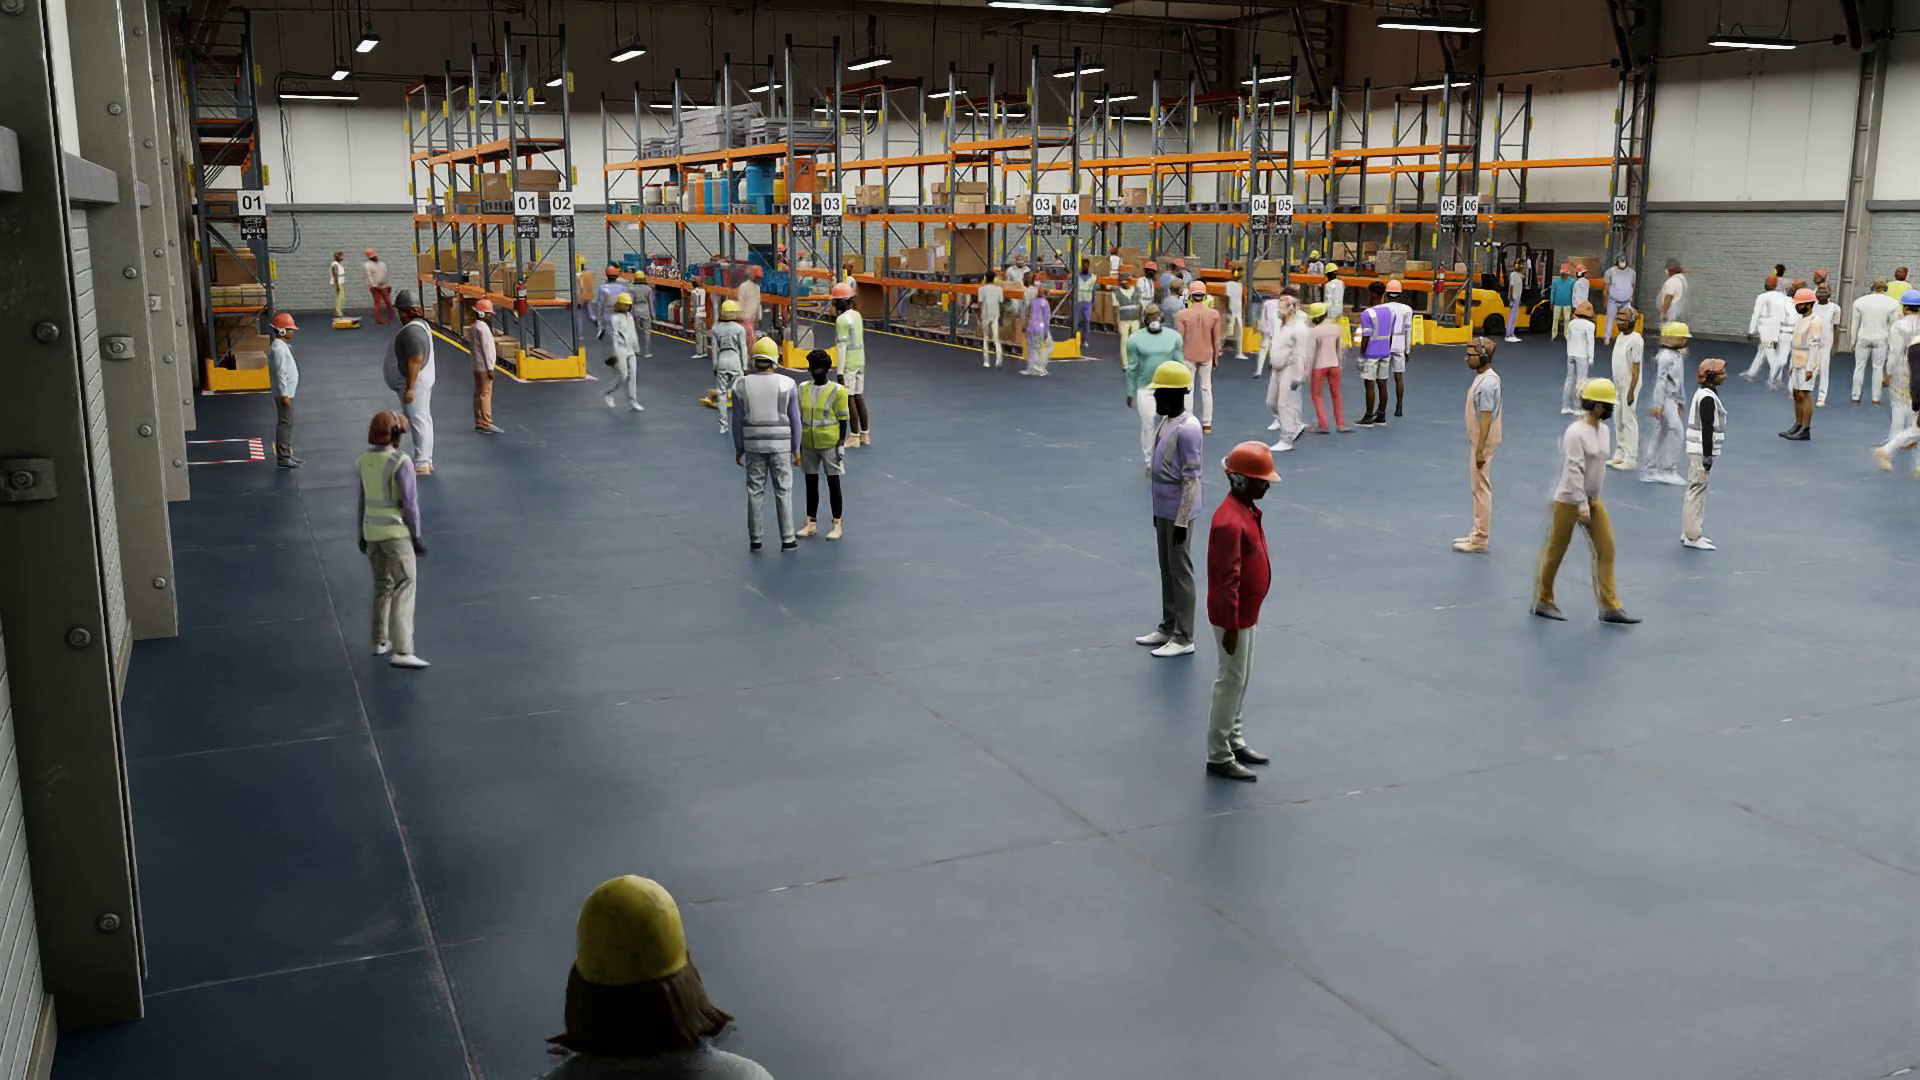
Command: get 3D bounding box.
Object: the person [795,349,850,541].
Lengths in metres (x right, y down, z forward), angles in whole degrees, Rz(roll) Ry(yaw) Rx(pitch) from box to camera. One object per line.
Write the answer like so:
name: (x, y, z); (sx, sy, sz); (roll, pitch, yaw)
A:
person: (-1.227, -0.839, 14.682); (0.533, 1.693, 0.319); (5, 12, 25)

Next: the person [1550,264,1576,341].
person: (13.588, -5.354, 37.508); (0.562, 1.743, 0.359); (6, 13, 28)

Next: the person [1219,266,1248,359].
person: (5.417, -4.501, 32.946); (0.547, 1.830, 0.704); (-8, 14, -34)

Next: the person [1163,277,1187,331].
person: (3.155, -2.876, 24.407); (0.372, 1.940, 0.632); (-1, 11, -7)

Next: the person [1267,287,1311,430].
person: (4.358, -2.389, 22.021); (0.592, 1.909, 0.392); (10, 15, 42)

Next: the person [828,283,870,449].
person: (-1.387, -2.134, 20.429); (0.448, 2.030, 0.621); (4, 12, 18)

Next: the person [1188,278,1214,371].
person: (4.376, -3.924, 30.346); (0.530, 1.697, 0.322); (-4, 12, -19)

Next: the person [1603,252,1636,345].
person: (14.395, -5.262, 36.273); (0.690, 2.000, 0.538); (1, 11, 5)

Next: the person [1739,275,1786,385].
person: (13.640, -3.557, 28.156); (0.597, 1.829, 0.974); (-4, 12, -19)

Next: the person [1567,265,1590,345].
person: (13.509, -5.126, 36.313); (0.331, 1.750, 0.572); (10, 15, 42)

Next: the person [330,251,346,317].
person: (-17.023, -6.971, 45.525); (0.414, 1.825, 0.585); (-2, 11, -9)

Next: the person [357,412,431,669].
person: (-3.650, -0.003, 10.642); (0.626, 1.624, 0.387); (8, 14, 36)

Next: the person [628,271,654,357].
person: (-6.409, -4.528, 33.397); (0.509, 1.705, 0.649); (-4, 12, -18)

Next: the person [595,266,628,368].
person: (-6.473, -4.153, 31.038); (0.565, 1.894, 0.980); (-8, 14, -37)

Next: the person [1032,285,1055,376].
person: (1.455, -3.691, 29.367); (0.391, 1.621, 0.518); (-6, 13, -28)

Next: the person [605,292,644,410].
person: (-4.915, -2.759, 24.346); (0.513, 1.725, 0.497); (5, 12, 23)

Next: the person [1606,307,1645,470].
person: (7.478, -1.700, 18.701); (0.342, 1.838, 0.502); (-1, 11, -3)

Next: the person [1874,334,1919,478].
person: (10.382, -1.564, 18.010); (0.636, 1.831, 0.571); (-10, 15, -40)

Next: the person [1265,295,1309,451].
person: (3.990, -2.019, 20.179); (0.483, 1.894, 0.648); (-3, 12, -16)

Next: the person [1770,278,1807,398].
person: (13.020, -3.166, 26.063); (0.594, 1.868, 0.635); (1, 11, 6)

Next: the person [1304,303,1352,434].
person: (4.835, -2.247, 21.790); (0.727, 1.713, 0.300); (-4, 12, -20)

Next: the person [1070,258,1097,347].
person: (2.673, -5.144, 36.006); (0.599, 1.904, 0.533); (-1, 11, -5)

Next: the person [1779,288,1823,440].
person: (10.714, -2.232, 21.188); (0.391, 1.923, 0.549); (1, 11, 3)

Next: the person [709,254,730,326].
person: (-5.911, -6.073, 40.790); (0.587, 1.883, 0.341); (3, 11, 14)

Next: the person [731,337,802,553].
person: (-1.629, -0.798, 14.114); (0.588, 1.835, 0.403); (0, 11, 2)

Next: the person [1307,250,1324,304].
person: (9.908, -7.170, 46.498); (0.404, 1.835, 0.587); (-5, 12, -23)

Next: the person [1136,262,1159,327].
person: (3.712, -4.598, 33.281); (0.410, 1.913, 0.595); (7, 13, 31)

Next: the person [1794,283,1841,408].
person: (12.774, -2.893, 24.732); (0.505, 1.845, 0.346); (10, 15, 42)

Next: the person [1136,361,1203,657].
person: (1.381, -0.202, 10.849); (0.371, 1.927, 0.588); (-2, 11, -10)

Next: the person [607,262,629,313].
person: (-7.021, -4.771, 34.231); (0.546, 1.871, 0.338); (6, 13, 29)

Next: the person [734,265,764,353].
person: (-3.788, -4.046, 30.400); (1.005, 1.915, 0.682); (4, 12, 21)

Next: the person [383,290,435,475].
person: (-6.074, -1.735, 18.349); (0.536, 2.000, 0.676); (-2, 11, -8)

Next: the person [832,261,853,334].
person: (-2.802, -5.746, 39.461); (0.563, 1.752, 0.341); (-9, 14, -37)

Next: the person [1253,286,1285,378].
person: (5.421, -3.609, 29.000); (0.530, 1.603, 0.605); (9, 14, 38)

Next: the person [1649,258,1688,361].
person: (13.809, -4.458, 32.185); (0.742, 2.000, 0.699); (10, 15, 42)

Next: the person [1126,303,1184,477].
person: (2.121, -1.636, 18.194); (0.653, 1.909, 0.542); (0, 11, -2)

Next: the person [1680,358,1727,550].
person: (6.416, -0.746, 14.342); (0.306, 1.639, 0.523); (4, 12, 19)

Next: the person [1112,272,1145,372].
person: (3.049, -3.934, 30.122); (0.615, 1.822, 0.455); (-2, 11, -11)

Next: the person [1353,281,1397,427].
person: (5.601, -2.508, 22.467); (0.606, 1.966, 0.367); (-8, 14, -34)
